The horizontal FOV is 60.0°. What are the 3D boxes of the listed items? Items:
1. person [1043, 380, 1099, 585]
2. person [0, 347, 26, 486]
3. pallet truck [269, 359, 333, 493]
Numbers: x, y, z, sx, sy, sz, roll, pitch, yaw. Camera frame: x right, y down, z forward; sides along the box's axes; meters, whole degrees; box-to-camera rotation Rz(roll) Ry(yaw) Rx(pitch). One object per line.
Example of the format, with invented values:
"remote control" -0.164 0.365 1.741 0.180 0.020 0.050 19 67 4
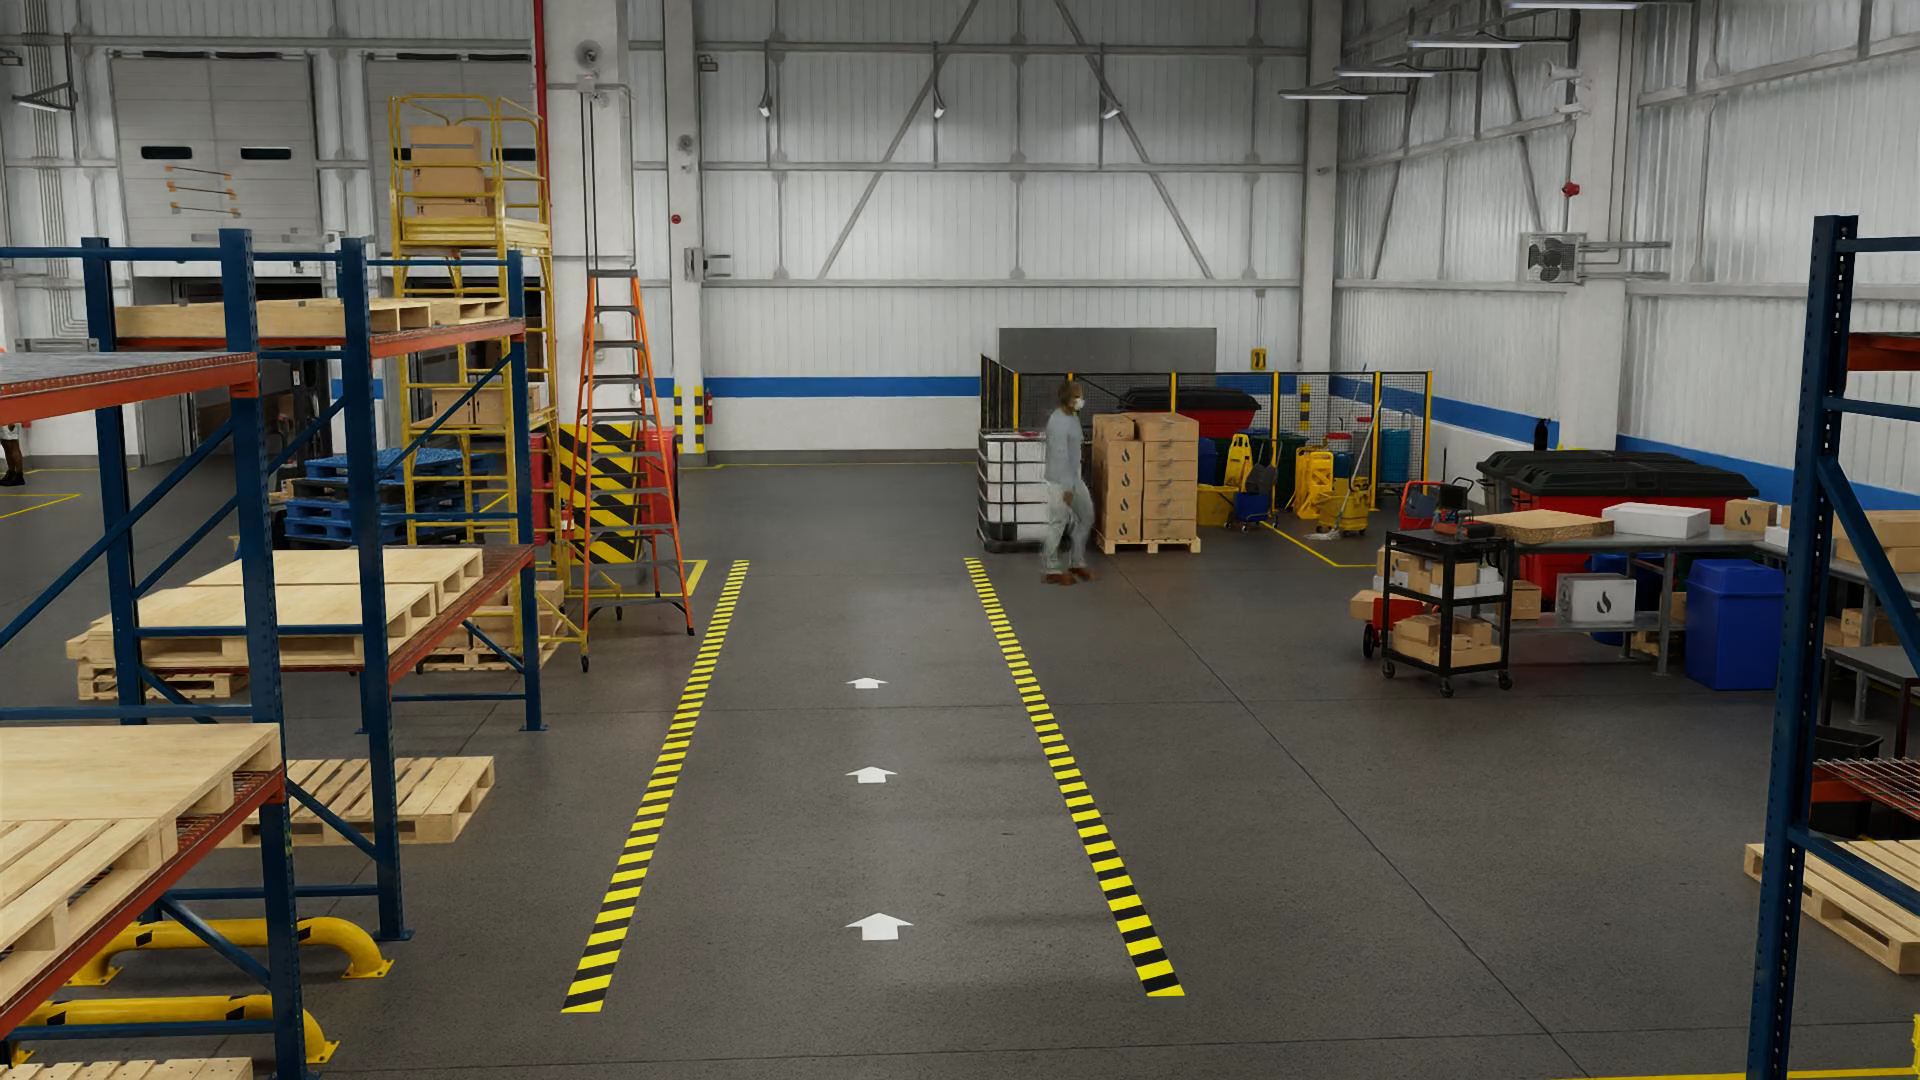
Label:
"person" 1.060 -0.517 15.376 0.646 1.919 0.667 3 10 19
"person" -13.091 -1.694 22.754 0.544 1.930 0.388 7 12 39
"pallet truck" -7.062 -1.131 18.996 1.885 1.965 0.823 2 9 13
